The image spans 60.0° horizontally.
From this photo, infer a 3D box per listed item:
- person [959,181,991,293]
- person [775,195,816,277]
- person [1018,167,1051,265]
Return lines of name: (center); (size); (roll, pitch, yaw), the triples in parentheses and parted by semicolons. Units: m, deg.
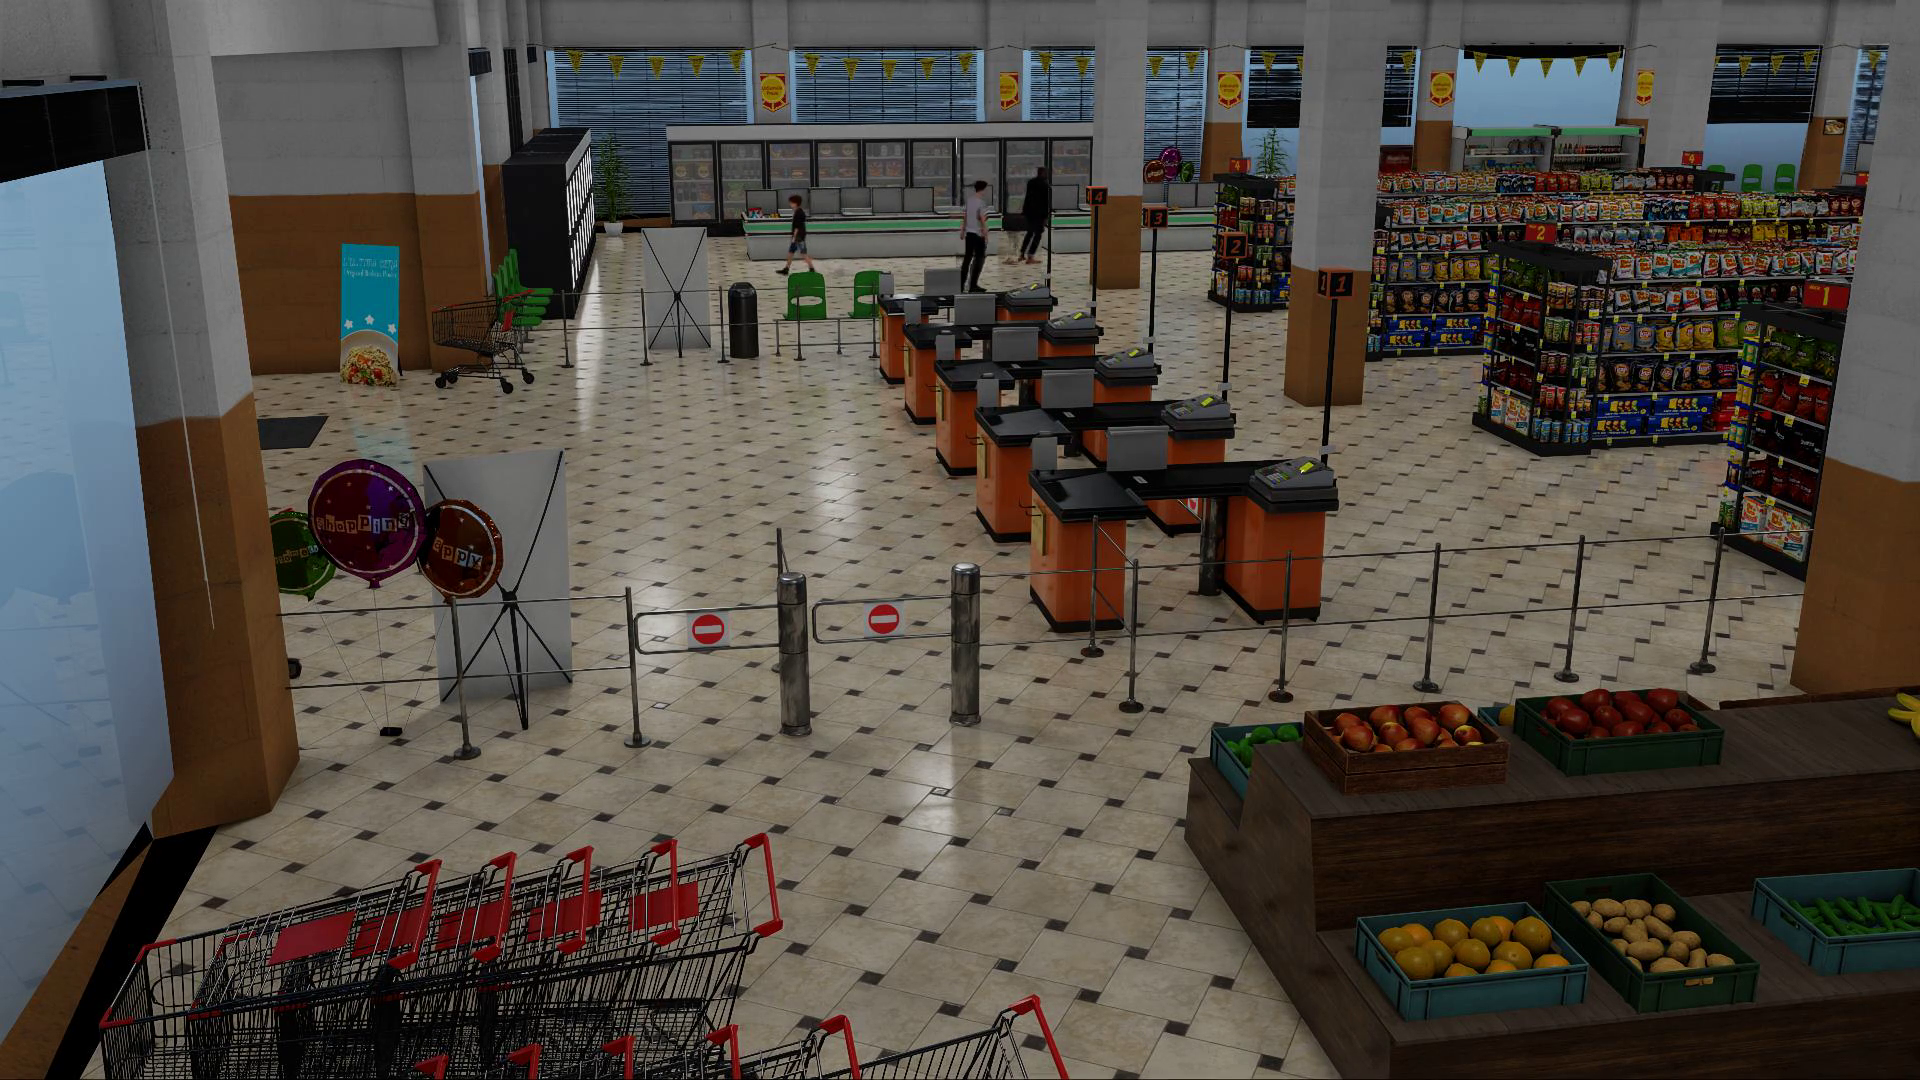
person: (0.194, -5.022, 27.560); (0.941, 1.829, 0.844); (14, 22, 39)
person: (-2.785, -5.313, 29.238); (0.935, 1.409, 0.554); (-3, 17, -11)
person: (1.349, -6.015, 30.913); (0.902, 1.779, 0.866); (13, 21, 36)
